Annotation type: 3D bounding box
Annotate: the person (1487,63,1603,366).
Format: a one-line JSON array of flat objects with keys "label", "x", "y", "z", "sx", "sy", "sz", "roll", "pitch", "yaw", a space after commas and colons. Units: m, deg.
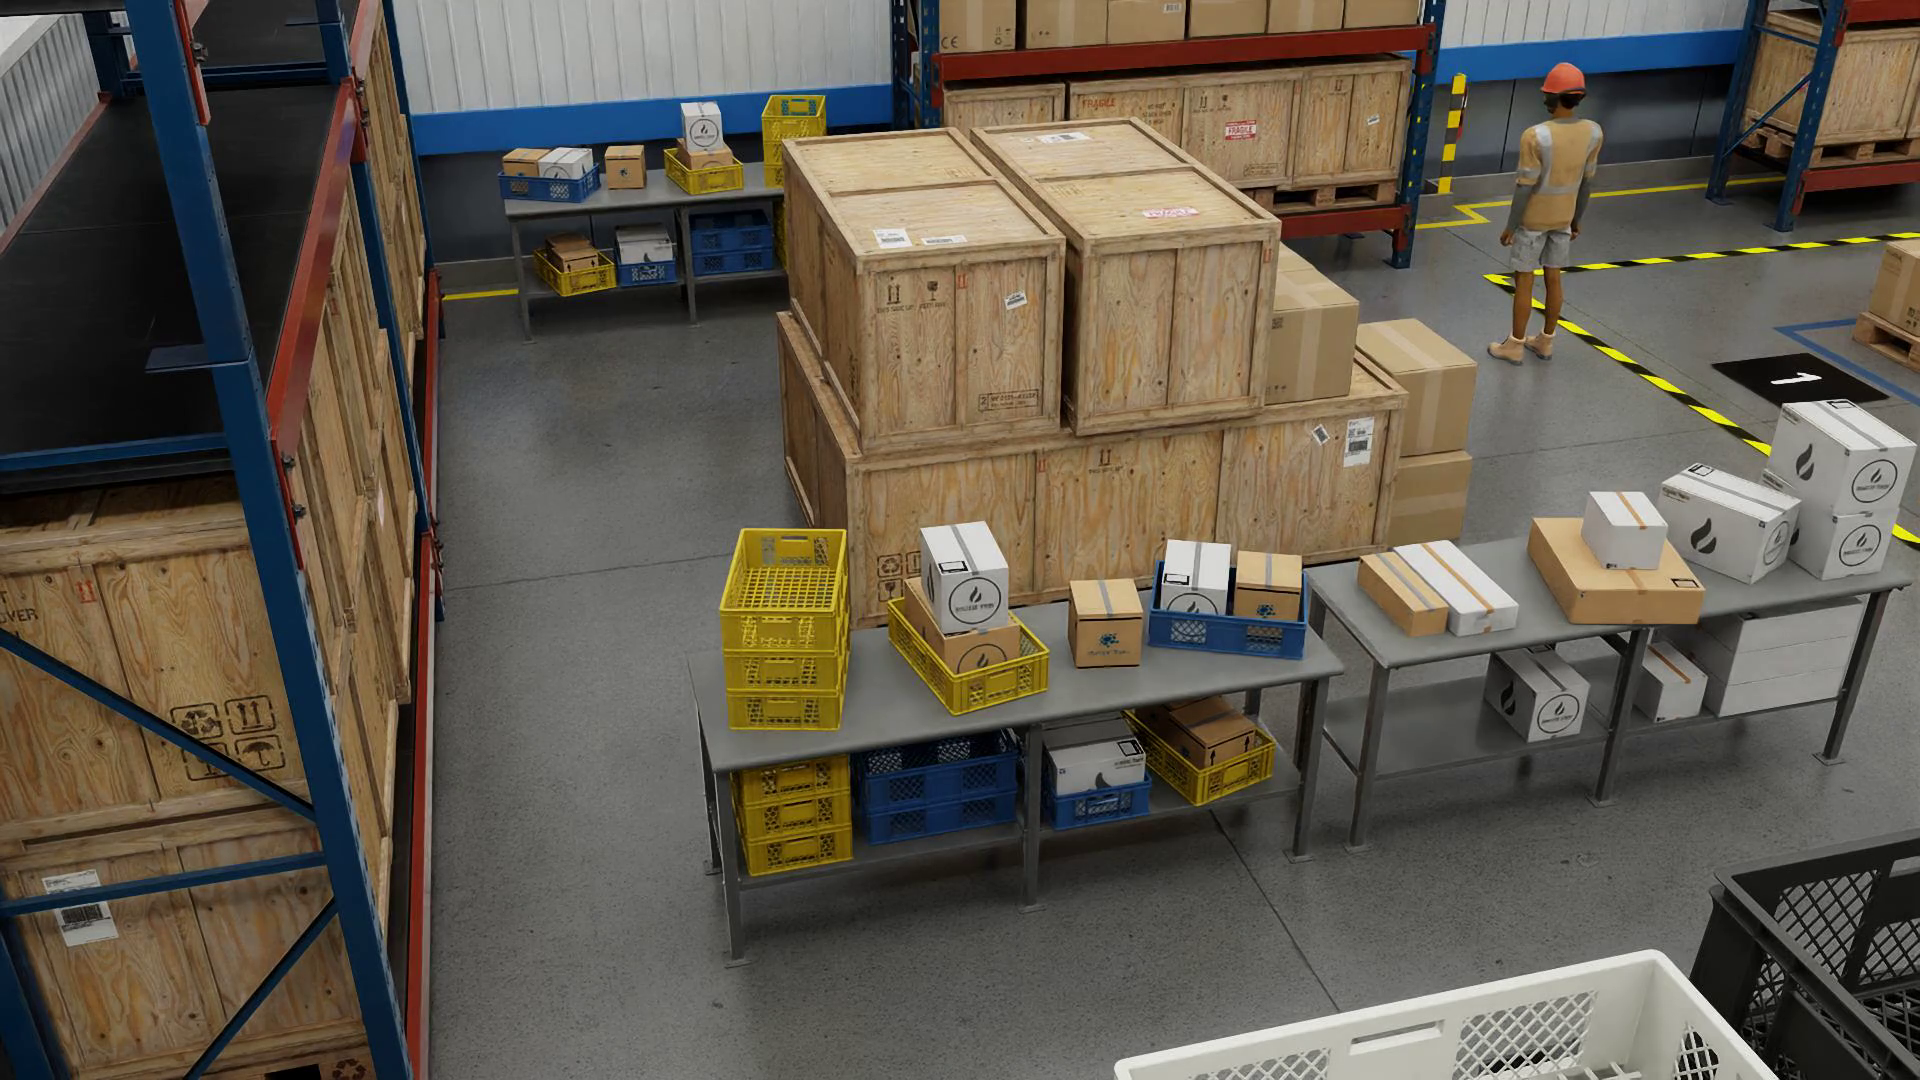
[{"label": "person", "x": 3.939, "y": -2.186, "z": 11.250, "sx": 0.614, "sy": 2.039, "sz": 0.387, "roll": -10, "pitch": 30, "yaw": -17}]
